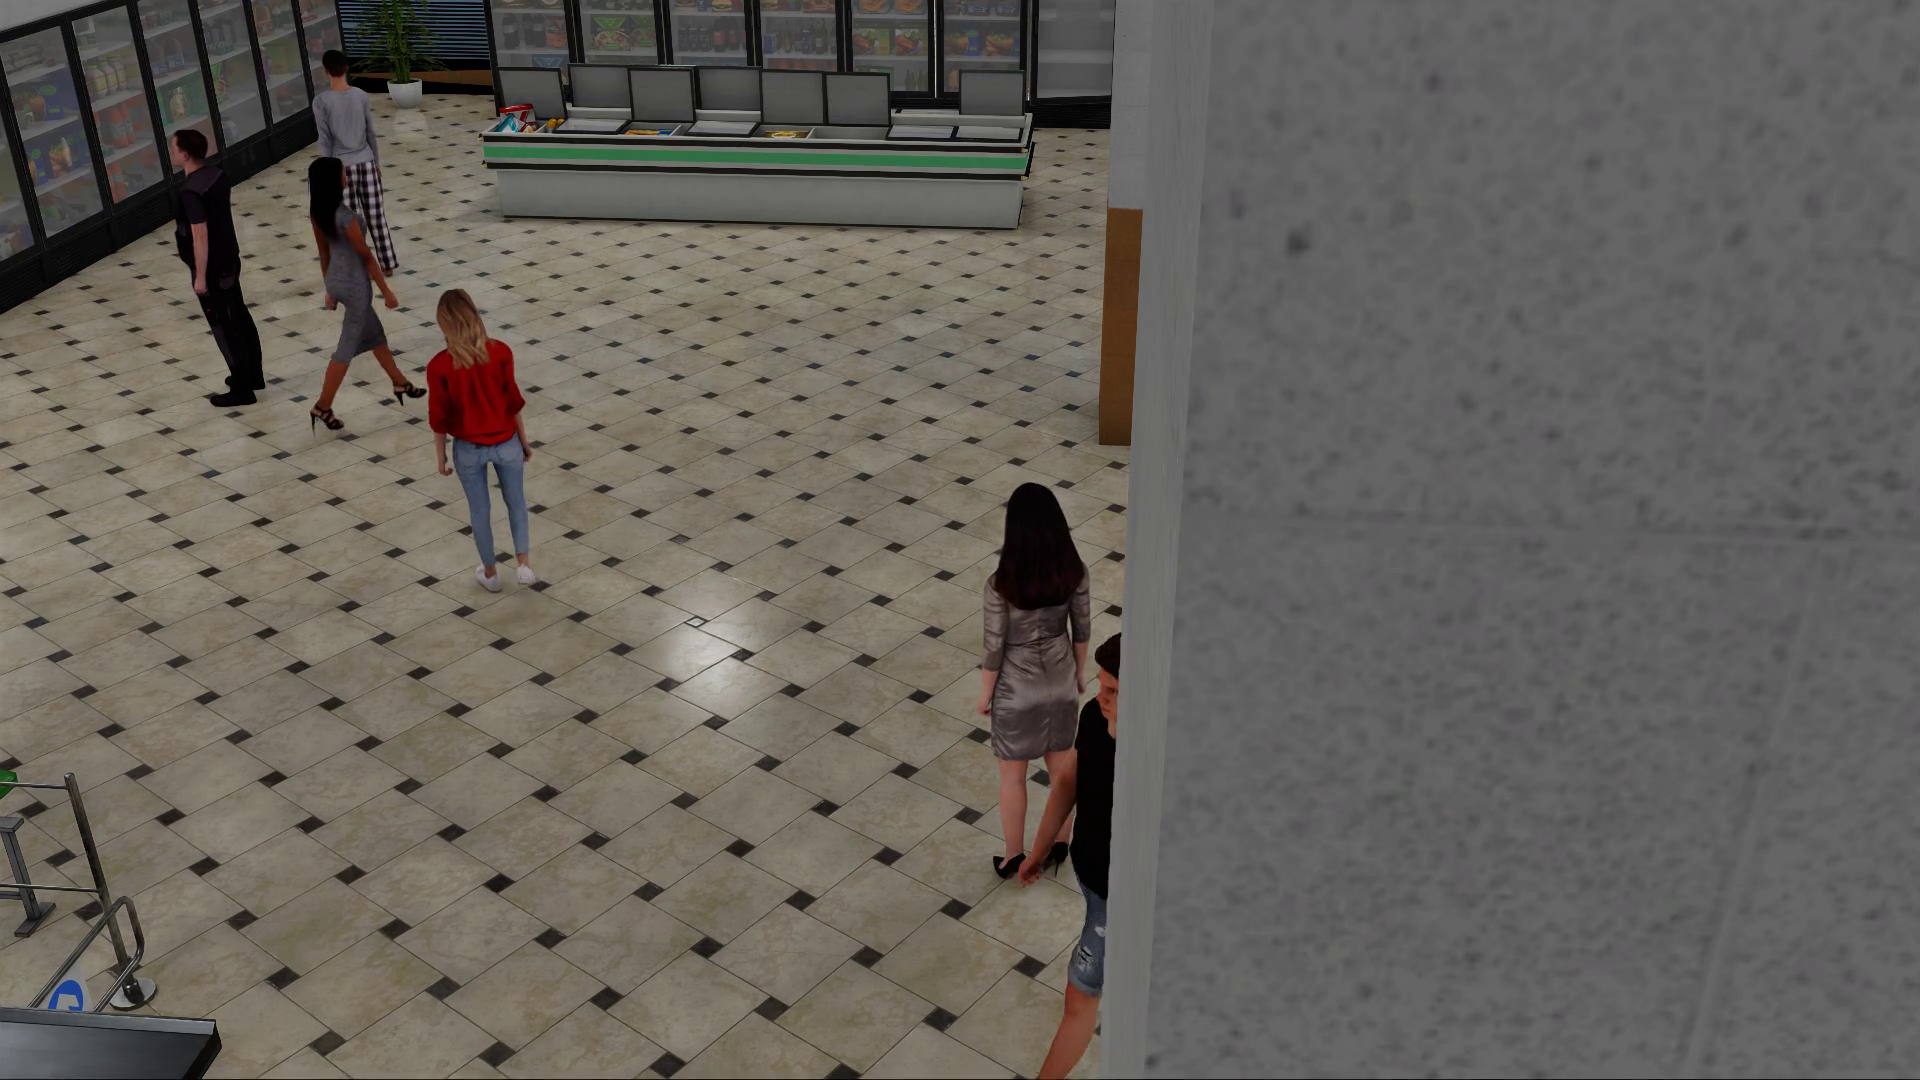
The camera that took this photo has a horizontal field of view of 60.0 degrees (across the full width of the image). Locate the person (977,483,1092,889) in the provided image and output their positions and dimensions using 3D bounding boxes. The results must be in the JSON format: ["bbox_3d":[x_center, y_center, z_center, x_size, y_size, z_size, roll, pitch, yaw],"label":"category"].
[{"bbox_3d":[0.291,0.589,6.473,0.589,1.742,0.724,-9,28,-18],"label":"person"}]

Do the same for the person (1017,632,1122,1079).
[{"bbox_3d":[0.583,1.089,5.419,1.240,1.803,0.991,-10,29,-19],"label":"person"}]

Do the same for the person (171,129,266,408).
[{"bbox_3d":[-4.972,-1.822,11.113,0.644,1.845,0.761,-2,27,-4],"label":"person"}]

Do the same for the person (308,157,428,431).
[{"bbox_3d":[-3.970,-1.519,10.636,1.096,1.737,1.087,22,34,37],"label":"person"}]

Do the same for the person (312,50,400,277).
[{"bbox_3d":[-4.926,-3.028,13.490,0.701,1.847,0.765,-20,33,-34],"label":"person"}]

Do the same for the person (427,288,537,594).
[{"bbox_3d":[-2.438,-0.461,8.590,0.807,1.700,0.871,-14,30,-25],"label":"person"}]
